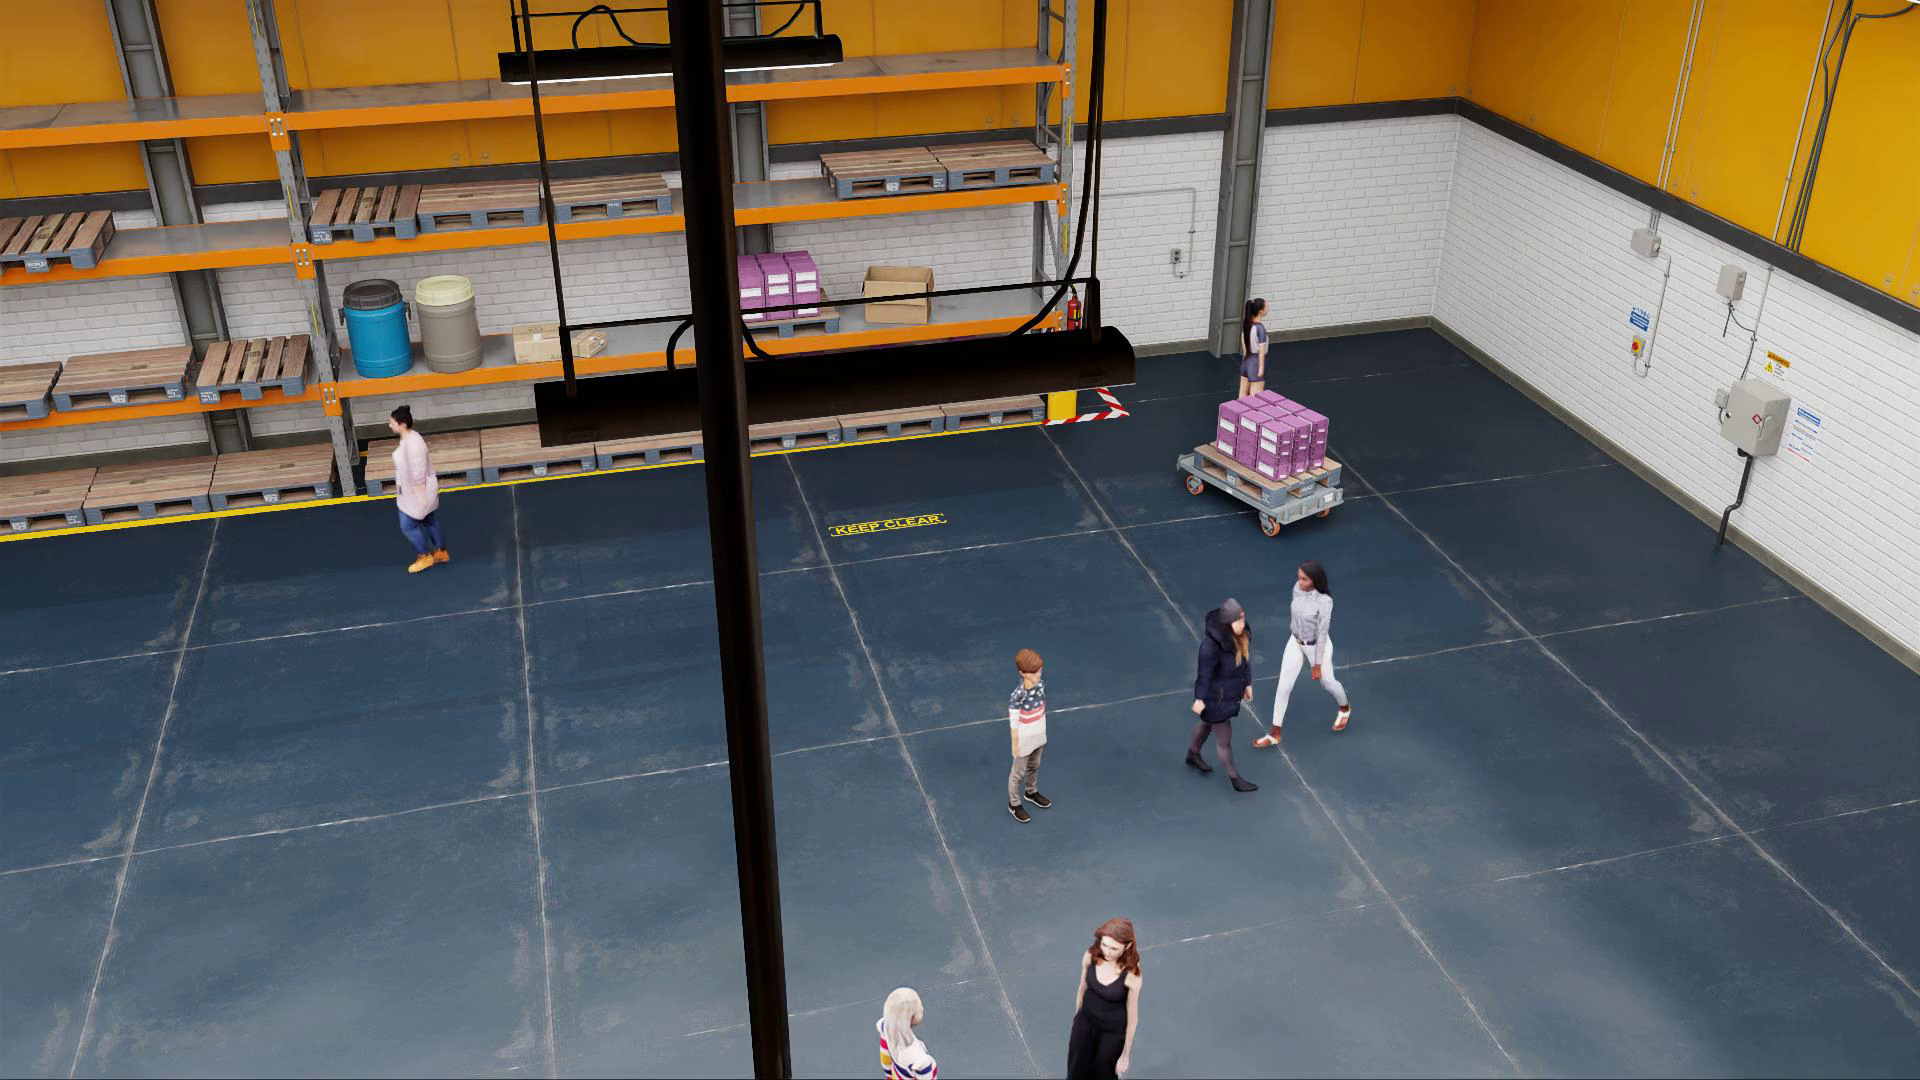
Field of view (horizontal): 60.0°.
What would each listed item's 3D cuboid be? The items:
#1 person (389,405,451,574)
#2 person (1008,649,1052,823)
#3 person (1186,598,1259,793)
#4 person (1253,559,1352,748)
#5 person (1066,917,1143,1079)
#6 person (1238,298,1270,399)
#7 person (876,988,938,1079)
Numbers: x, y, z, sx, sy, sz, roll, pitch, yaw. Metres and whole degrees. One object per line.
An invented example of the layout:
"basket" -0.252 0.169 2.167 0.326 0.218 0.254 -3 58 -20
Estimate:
"person" -5.168 -0.511 16.119 0.680 1.730 0.722 -11 30 -19
"person" 0.523 1.473 12.787 0.656 1.439 0.568 24 37 36
"person" 1.979 1.174 13.123 1.036 1.643 1.040 24 37 37
"person" 2.921 0.902 13.580 1.275 1.681 0.867 -17 33 -29
"person" 0.931 2.862 9.946 0.760 1.722 0.819 19 34 30
"person" 3.315 -1.958 18.858 0.530 1.650 0.607 -10 30 -18
"person" -0.283 3.188 9.257 0.639 1.809 0.712 -17 33 -28
